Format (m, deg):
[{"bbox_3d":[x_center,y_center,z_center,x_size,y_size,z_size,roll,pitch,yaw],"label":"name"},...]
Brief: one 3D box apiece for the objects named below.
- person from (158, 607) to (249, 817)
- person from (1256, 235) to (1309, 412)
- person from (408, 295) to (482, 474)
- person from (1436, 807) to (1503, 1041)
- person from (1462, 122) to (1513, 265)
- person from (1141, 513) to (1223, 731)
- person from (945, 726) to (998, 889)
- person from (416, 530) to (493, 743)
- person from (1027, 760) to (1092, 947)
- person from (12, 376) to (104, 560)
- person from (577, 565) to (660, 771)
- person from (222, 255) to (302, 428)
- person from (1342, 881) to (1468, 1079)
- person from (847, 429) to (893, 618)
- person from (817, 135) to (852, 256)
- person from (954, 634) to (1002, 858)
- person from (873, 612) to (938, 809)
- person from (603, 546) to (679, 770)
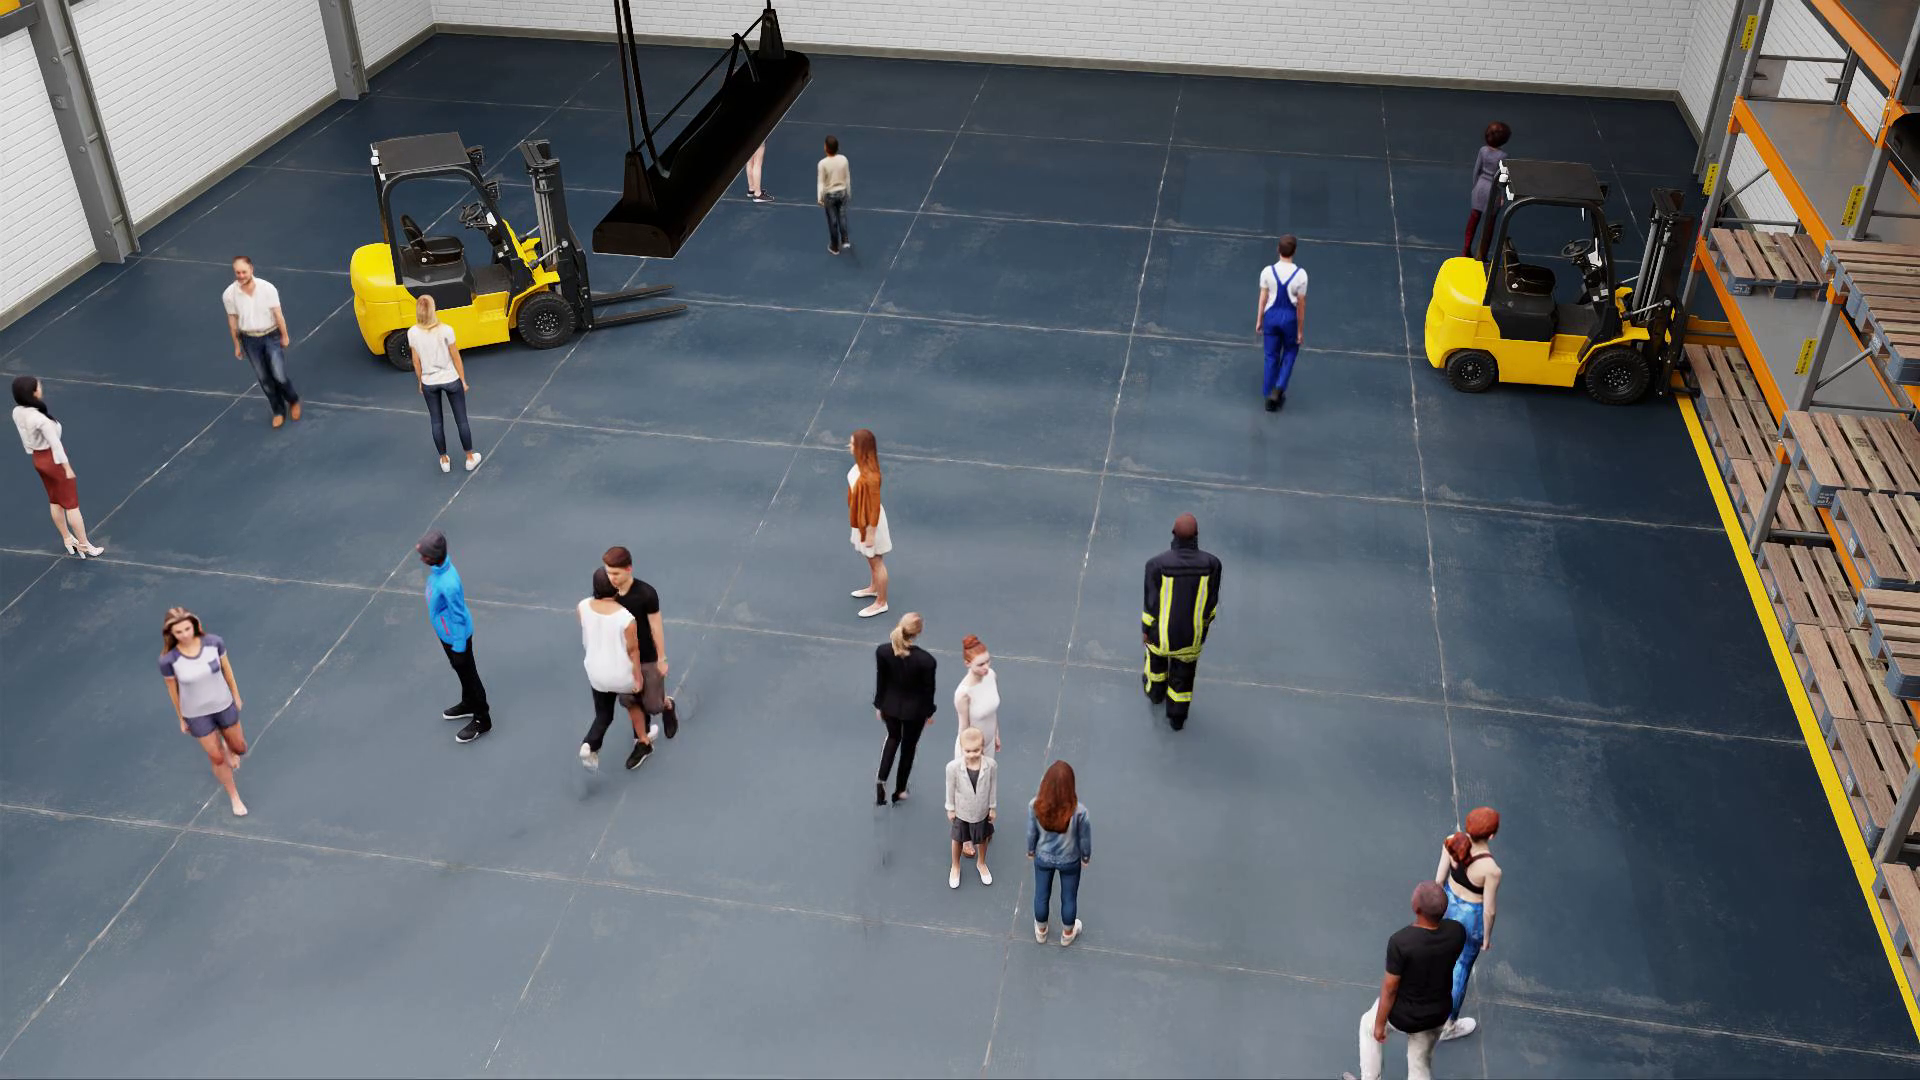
[{"bbox_3d":[-5.300,1.153,11.696,0.877,1.715,0.940,-21,39,-28],"label":"person"},{"bbox_3d":[3.160,-2.104,16.479,0.688,1.842,0.707,11,35,16],"label":"person"},{"bbox_3d":[-4.842,-1.458,15.538,0.644,1.809,0.597,-4,34,-6],"label":"person"},{"bbox_3d":[2.993,2.277,9.941,0.743,1.785,0.685,-23,40,-30],"label":"person"},{"bbox_3d":[6.199,-4.065,19.551,0.701,1.708,0.666,-26,42,-34],"label":"person"},{"bbox_3d":[1.633,0.641,12.386,0.849,1.803,0.954,-1,34,-2],"label":"person"},{"bbox_3d":[0.075,1.779,11.150,0.564,1.276,0.591,-4,34,-6],"label":"person"},{"bbox_3d":[-3.738,0.677,12.332,0.754,1.802,0.682,-19,38,-26],"label":"person"},{"bbox_3d":[0.622,2.012,10.621,0.574,1.473,0.509,8,34,11],"label":"person"},{"bbox_3d":[-7.812,-0.623,14.333,0.658,1.752,0.627,18,38,25],"label":"person"},{"bbox_3d":[-2.528,0.953,12.042,0.834,1.663,1.060,14,36,20],"label":"person"},{"bbox_3d":[-6.835,-2.007,16.339,0.732,1.837,0.747,-3,34,-5],"label":"person"},{"bbox_3d":[2.577,2.695,9.311,0.811,1.785,0.863,-7,34,-10],"label":"person"},{"bbox_3d":[-0.733,-0.166,13.672,0.762,1.723,0.636,-7,34,-10],"label":"person"},{"bbox_3d":[-1.459,-4.074,19.790,0.670,1.460,0.717,-16,37,-22],"label":"person"},{"bbox_3d":[0.099,1.395,11.260,0.692,1.792,0.556,22,39,29],"label":"person"},{"bbox_3d":[-0.404,1.254,11.569,0.676,1.686,0.738,9,35,13],"label":"person"},{"bbox_3d":[-2.317,0.792,12.117,0.715,1.849,0.864,9,35,13],"label":"person"}]
